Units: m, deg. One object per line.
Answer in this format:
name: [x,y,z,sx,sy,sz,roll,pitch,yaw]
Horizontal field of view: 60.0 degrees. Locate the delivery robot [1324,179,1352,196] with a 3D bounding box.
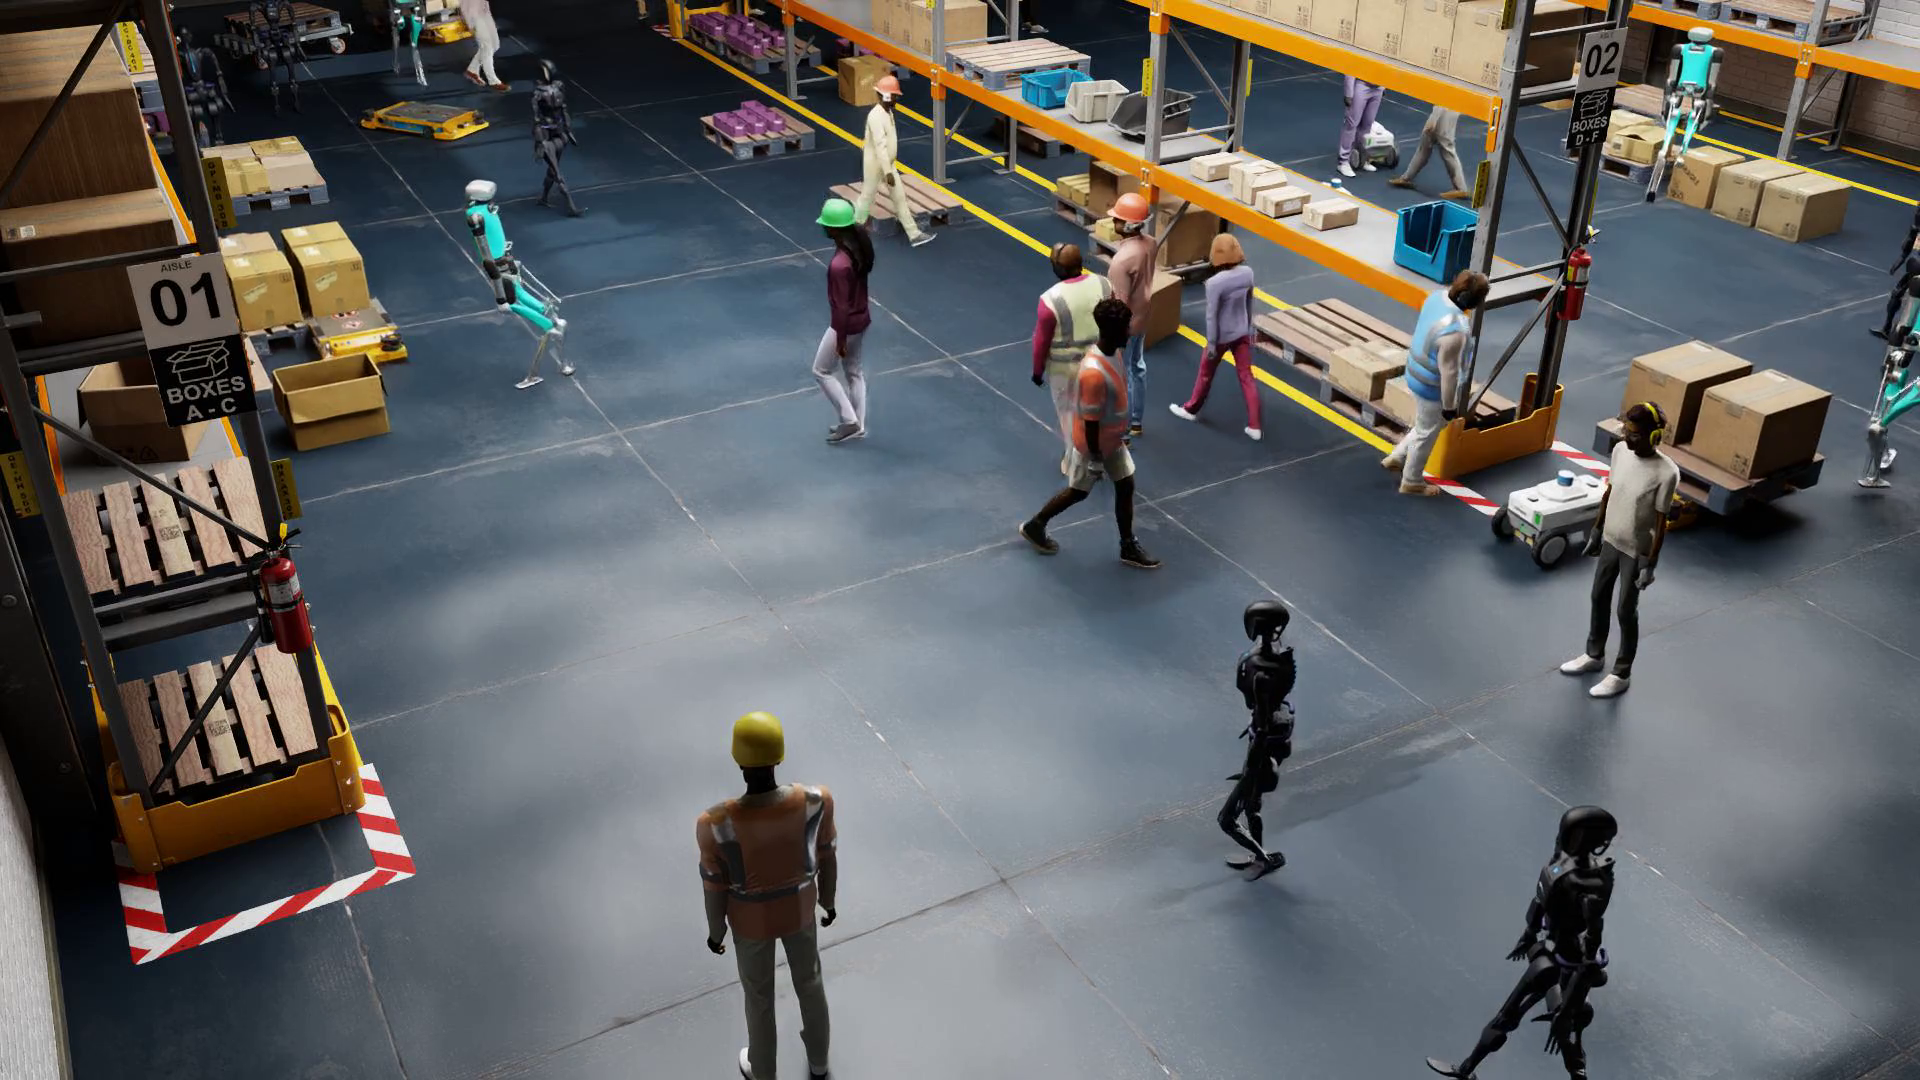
delivery robot: [3.823,-3.393,17.011,0.499,0.577,0.769,-10,31,-17]

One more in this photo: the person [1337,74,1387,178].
person: [4.532,-5.020,18.506,0.645,1.906,0.404,-20,35,-30]

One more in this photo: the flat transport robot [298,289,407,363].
flat transport robot: [-5.385,-1.871,14.667,0.659,0.231,1.431,-16,33,-25]

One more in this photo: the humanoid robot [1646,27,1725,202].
humanoid robot: [7.692,-4.488,17.809,0.556,1.830,0.890,19,35,29]

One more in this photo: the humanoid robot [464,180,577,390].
humanoid robot: [-3.466,-2.065,13.521,0.881,1.767,0.599,-1,30,-2]

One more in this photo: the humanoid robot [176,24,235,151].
humanoid robot: [-8.414,-4.880,18.486,0.609,1.642,0.463,-16,33,-25]

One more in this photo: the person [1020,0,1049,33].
person: [1.083,-8.415,24.565,0.447,1.755,0.763,-13,32,-21]

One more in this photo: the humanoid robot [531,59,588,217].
humanoid robot: [-4.222,-4.213,17.370,0.770,1.625,0.608,12,32,20]

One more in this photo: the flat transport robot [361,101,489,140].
flat transport robot: [-6.555,-5.135,20.349,1.431,0.231,0.659,13,32,22]

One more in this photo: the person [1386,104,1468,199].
person: [5.152,-4.604,17.847,0.897,1.852,0.594,10,32,18]

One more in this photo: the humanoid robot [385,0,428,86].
humanoid robot: [-7.422,-6.963,22.118,0.531,1.761,1.017,-19,35,-29]

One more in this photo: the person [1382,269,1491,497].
person: [3.382,-1.086,11.766,0.471,1.807,0.680,3,30,5]

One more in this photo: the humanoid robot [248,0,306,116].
humanoid robot: [-8.468,-6.116,20.640,0.609,1.651,0.344,-16,34,-26]

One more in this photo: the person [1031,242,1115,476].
person: [0.783,-1.301,12.116,0.636,1.821,0.543,-18,34,-28]

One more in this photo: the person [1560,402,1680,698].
person: [3.884,0.049,9.737,0.338,1.855,0.523,-12,32,-20]

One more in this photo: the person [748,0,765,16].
person: [-2.883,-8.962,25.474,0.976,1.790,0.519,-9,31,-15]

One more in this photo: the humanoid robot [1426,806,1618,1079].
humanoid robot: [2.447,1.791,6.916,0.754,1.629,0.601,1,30,1]

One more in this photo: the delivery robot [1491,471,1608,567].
delivery robot: [4.100,-0.189,11.451,0.766,0.595,0.508,-12,32,-20]

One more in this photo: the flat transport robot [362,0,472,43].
flat transport robot: [-7.921,-7.577,24.600,1.431,0.231,0.659,15,33,25]

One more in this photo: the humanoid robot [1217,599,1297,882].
humanoid robot: [1.496,1.006,8.241,0.358,1.639,0.611,7,31,11]

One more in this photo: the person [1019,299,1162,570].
person: [0.868,-0.702,10.980,0.966,1.926,0.600,11,32,19]

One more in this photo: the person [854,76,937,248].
person: [-0.689,-3.691,16.397,0.902,1.692,0.588,10,31,17]

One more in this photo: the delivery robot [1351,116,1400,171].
delivery robot: [4.687,-4.583,19.088,0.499,0.583,0.774,-6,30,-10]

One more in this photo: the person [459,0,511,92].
person: [-6.230,-6.749,21.506,0.521,1.916,0.654,3,30,6]

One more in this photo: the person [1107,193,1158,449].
person: [1.257,-1.647,12.543,0.373,1.996,0.619,15,33,24]

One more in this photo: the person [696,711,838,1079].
person: [-0.803,1.550,7.048,0.589,1.925,0.384,-12,32,-19]

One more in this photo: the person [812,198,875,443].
person: [-0.865,-1.643,12.596,0.477,1.934,0.510,12,32,20]

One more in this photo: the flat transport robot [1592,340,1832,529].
flat transport robot: [5.416,-0.444,12.182,1.431,0.231,0.659,-16,33,-25]

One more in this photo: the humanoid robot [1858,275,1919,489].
humanoid robot: [6.753,-1.141,11.919,1.006,1.711,0.535,-18,34,-28]

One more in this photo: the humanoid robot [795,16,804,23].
humanoid robot: [-2.502,-8.581,24.887,0.561,1.807,0.666,-7,31,-12]

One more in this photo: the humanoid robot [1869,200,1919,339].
humanoid robot: [8.326,-2.458,14.277,0.589,1.643,0.564,-4,30,-7]

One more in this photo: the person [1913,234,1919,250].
person: [9.778,-3.700,16.364,0.613,1.751,0.419,-2,30,-4]

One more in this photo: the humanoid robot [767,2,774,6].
humanoid robot: [-3.028,-9.336,26.284,0.601,1.630,0.748,-8,31,-13]

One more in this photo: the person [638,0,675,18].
person: [-4.716,-8.926,25.511,0.553,1.698,0.844,14,33,22]

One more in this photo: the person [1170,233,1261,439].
person: [2.075,-1.577,12.827,0.539,1.583,0.811,-20,36,-31]
